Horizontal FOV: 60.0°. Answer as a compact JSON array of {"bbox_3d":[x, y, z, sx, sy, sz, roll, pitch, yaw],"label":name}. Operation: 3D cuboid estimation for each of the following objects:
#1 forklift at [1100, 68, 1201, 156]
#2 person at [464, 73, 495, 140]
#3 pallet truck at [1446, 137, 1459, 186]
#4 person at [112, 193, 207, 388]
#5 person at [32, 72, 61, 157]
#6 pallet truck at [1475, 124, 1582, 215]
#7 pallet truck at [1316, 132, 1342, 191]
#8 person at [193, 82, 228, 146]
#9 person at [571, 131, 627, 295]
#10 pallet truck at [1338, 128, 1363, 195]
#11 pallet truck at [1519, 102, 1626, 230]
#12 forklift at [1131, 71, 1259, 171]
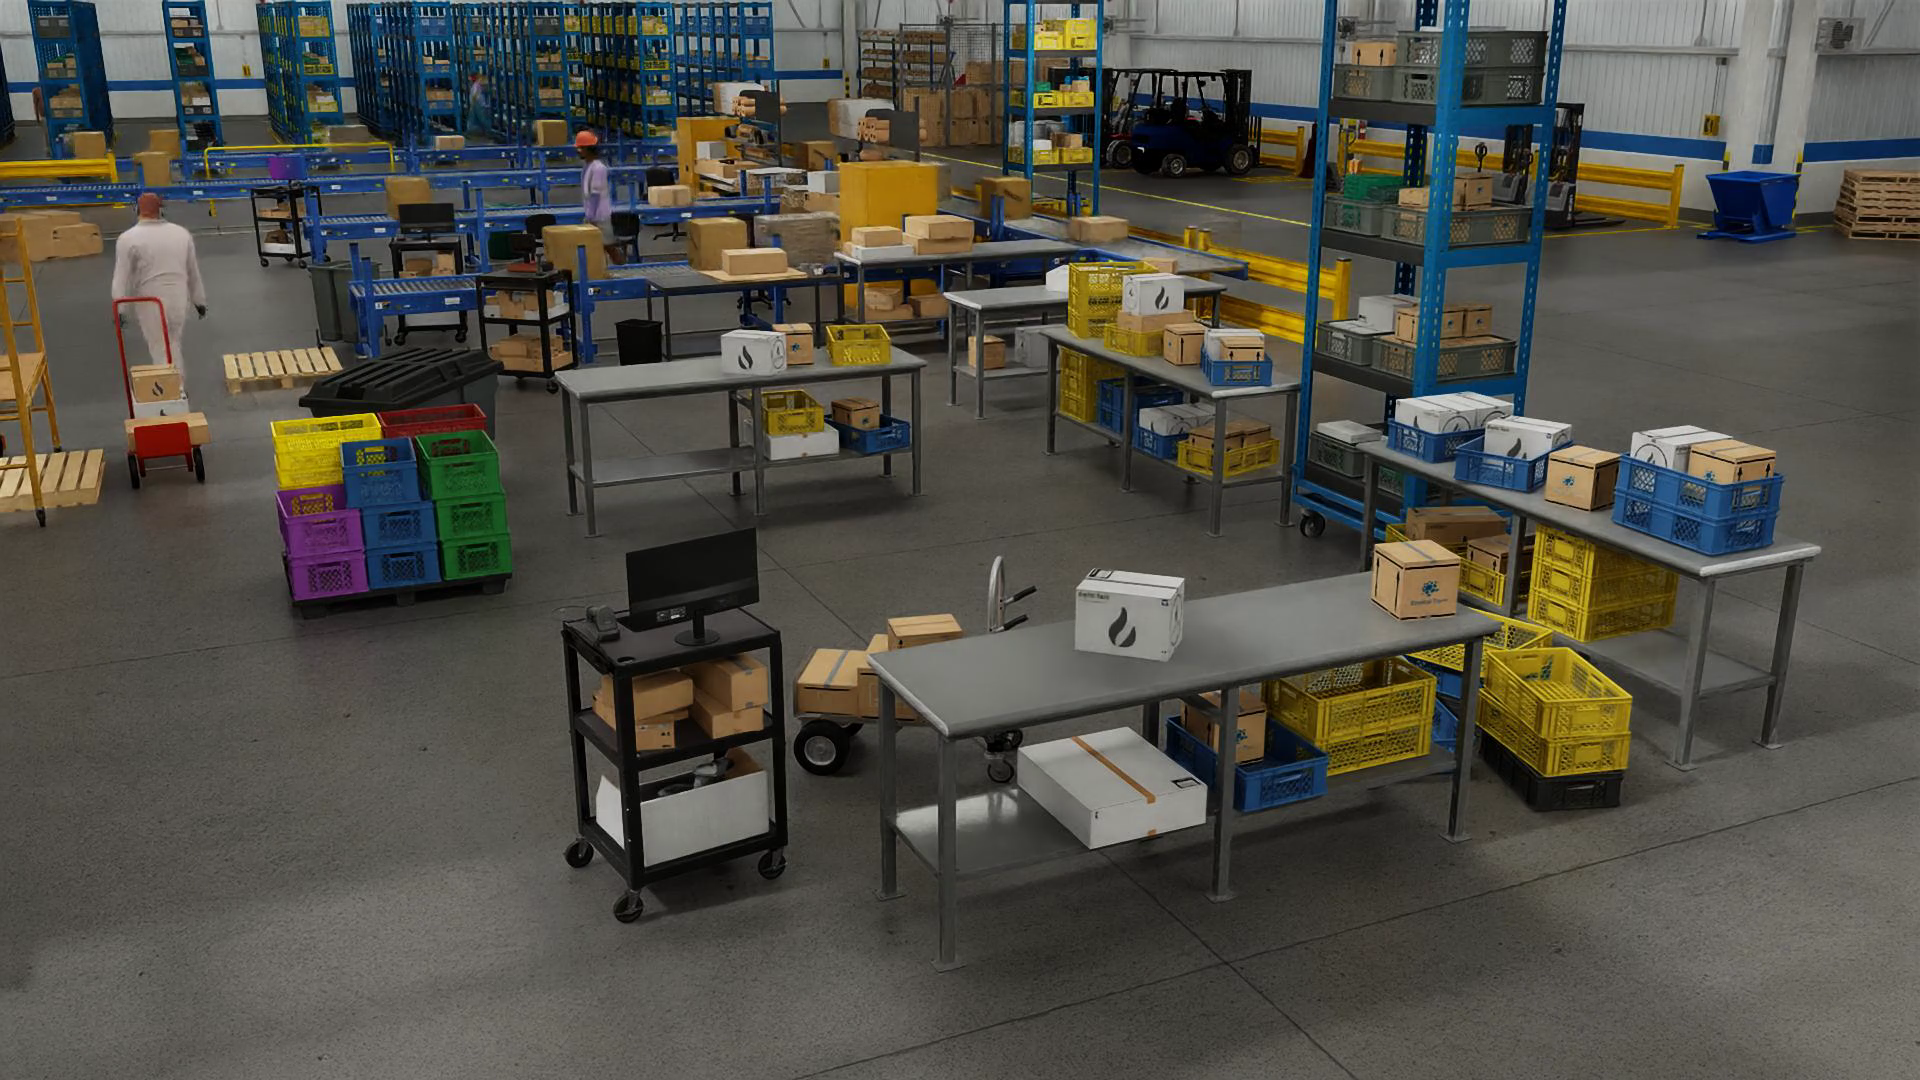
[{"bbox_3d":[4.082,-9.564,37.410,2.680,1.987,1.157,-8,19,-23],"label":"forklift"},{"bbox_3d":[-13.184,-11.822,45.347,1.002,1.801,0.572,-7,19,-21],"label":"person"},{"bbox_3d":[9.184,-6.485,29.328,1.630,1.274,0.653,-8,19,-23],"label":"pallet truck"},{"bbox_3d":[-6.914,-2.030,14.345,0.496,1.876,0.783,12,21,33],"label":"person"},{"bbox_3d":[-21.894,-10.228,39.990,0.626,1.992,0.387,-11,21,-31],"label":"person"},{"bbox_3d":[9.707,-6.455,28.103,1.885,1.965,0.823,-7,19,-20],"label":"pallet truck"},{"bbox_3d":[7.723,-7.504,32.656,1.601,1.201,0.680,-8,19,-23],"label":"pallet truck"},{"bbox_3d":[-19.230,-10.877,42.364,0.902,1.785,0.624,-3,18,-9],"label":"person"},{"bbox_3d":[-4.514,-3.927,20.150,1.030,1.991,0.614,-11,20,-30],"label":"person"},{"bbox_3d":[7.845,-7.140,31.411,1.522,1.261,0.704,-9,20,-25],"label":"pallet truck"},{"bbox_3d":[9.972,-6.037,26.785,1.885,1.965,0.823,-9,20,-25],"label":"pallet truck"},{"bbox_3d":[4.998,-8.936,35.413,2.680,1.987,1.157,-9,20,-25],"label":"forklift"}]
